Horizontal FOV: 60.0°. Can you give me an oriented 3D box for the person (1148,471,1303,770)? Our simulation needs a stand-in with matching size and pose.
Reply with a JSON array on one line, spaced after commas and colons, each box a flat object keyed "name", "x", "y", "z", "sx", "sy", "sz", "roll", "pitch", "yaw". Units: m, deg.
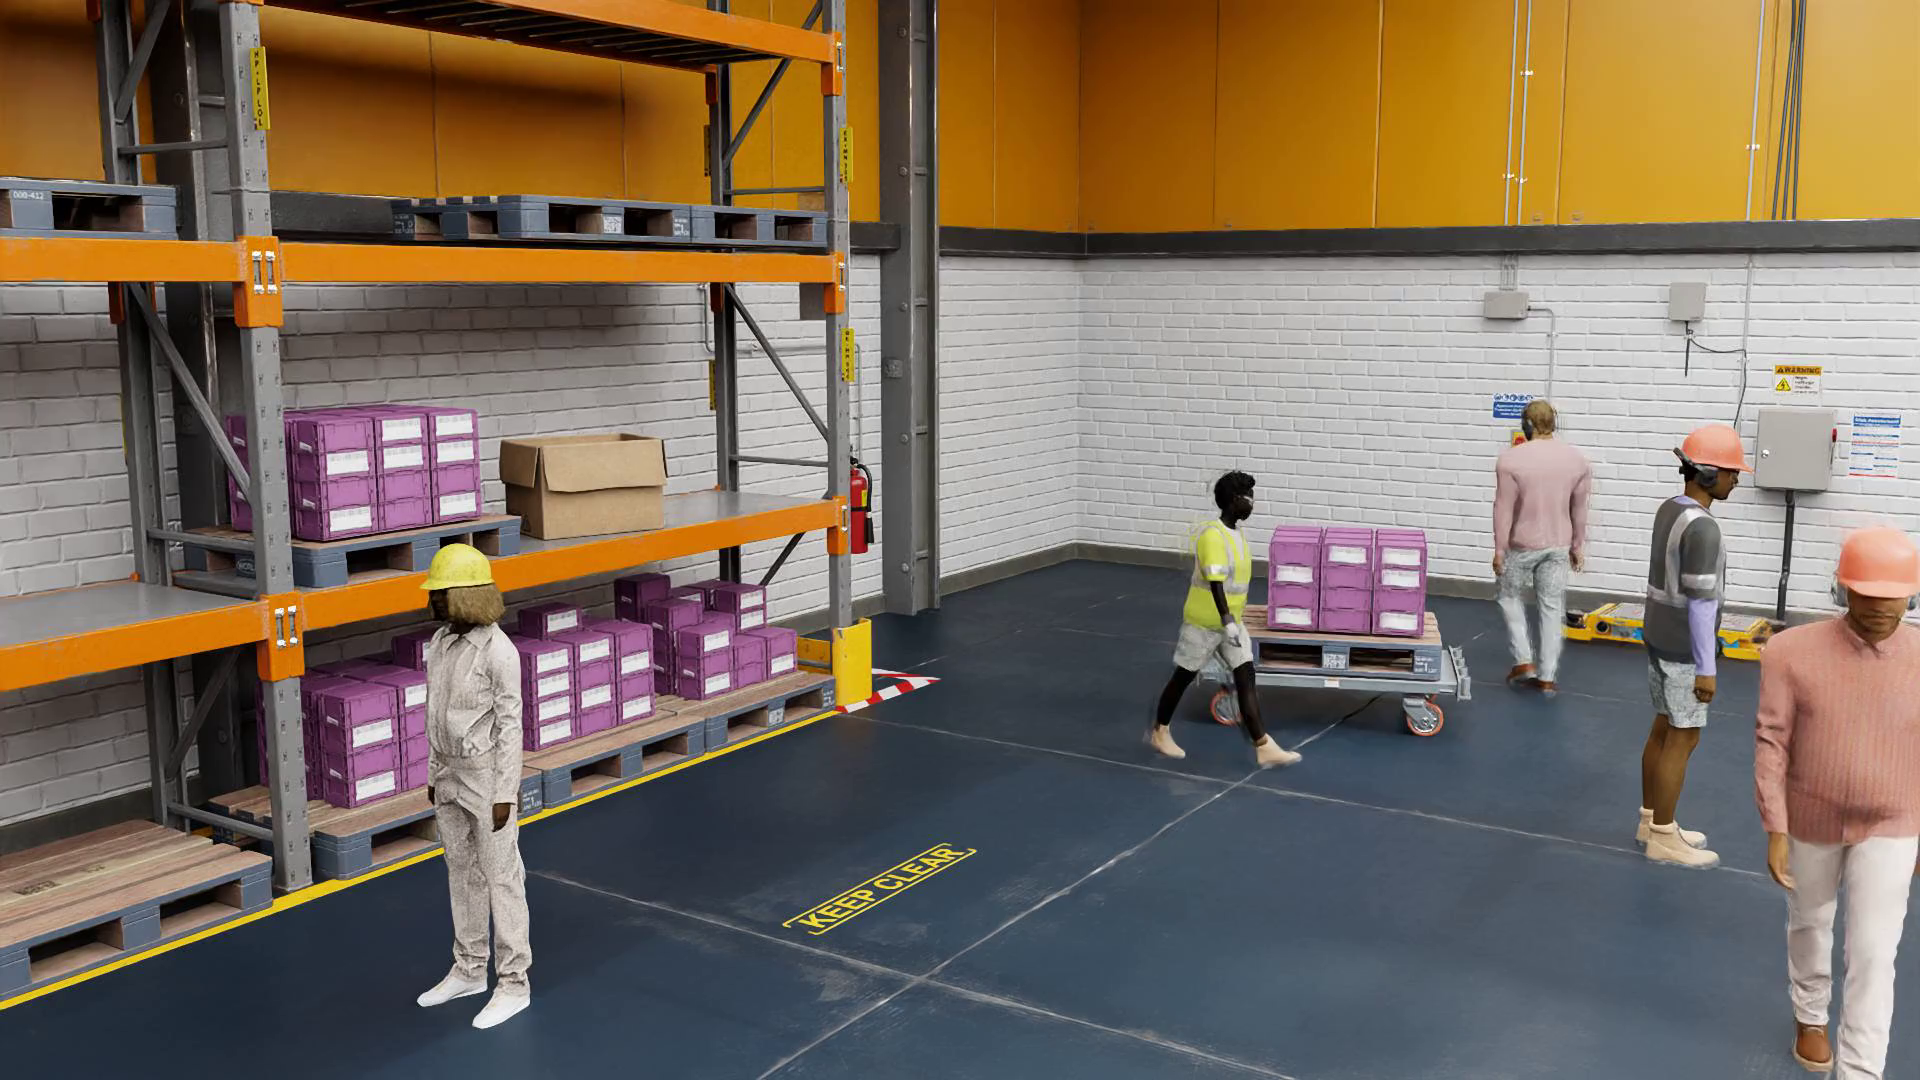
[{"name": "person", "x": 1.441, "y": 0.438, "z": 9.164, "sx": 0.893, "sy": 1.638, "sz": 0.542, "roll": 6, "pitch": 11, "yaw": 36}]

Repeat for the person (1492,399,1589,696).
[{"name": "person", "x": 3.741, "y": 0.047, "z": 10.801, "sx": 0.664, "sy": 1.915, "sz": 0.505, "roll": -1, "pitch": 9, "yaw": -8}]

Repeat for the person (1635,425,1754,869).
[{"name": "person", "x": 3.344, "y": 0.487, "z": 7.601, "sx": 0.410, "sy": 2.031, "sz": 0.611, "roll": 1, "pitch": 9, "yaw": 8}]

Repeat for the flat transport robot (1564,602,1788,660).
[{"name": "flat transport robot", "x": 5.244, "y": 0.651, "z": 12.216, "sx": 1.431, "sy": 0.197, "sz": 0.652, "roll": 6, "pitch": 11, "yaw": 35}]

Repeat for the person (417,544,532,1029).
[{"name": "person", "x": -1.768, "y": 0.874, "z": 6.000, "sx": 0.485, "sy": 1.744, "sz": 0.295, "roll": 7, "pitch": 11, "yaw": 37}]

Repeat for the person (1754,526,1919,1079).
[{"name": "person", "x": 2.857, "y": 0.890, "z": 5.327, "sx": 0.591, "sy": 1.937, "sz": 0.993, "roll": 4, "pitch": 10, "yaw": 25}]
